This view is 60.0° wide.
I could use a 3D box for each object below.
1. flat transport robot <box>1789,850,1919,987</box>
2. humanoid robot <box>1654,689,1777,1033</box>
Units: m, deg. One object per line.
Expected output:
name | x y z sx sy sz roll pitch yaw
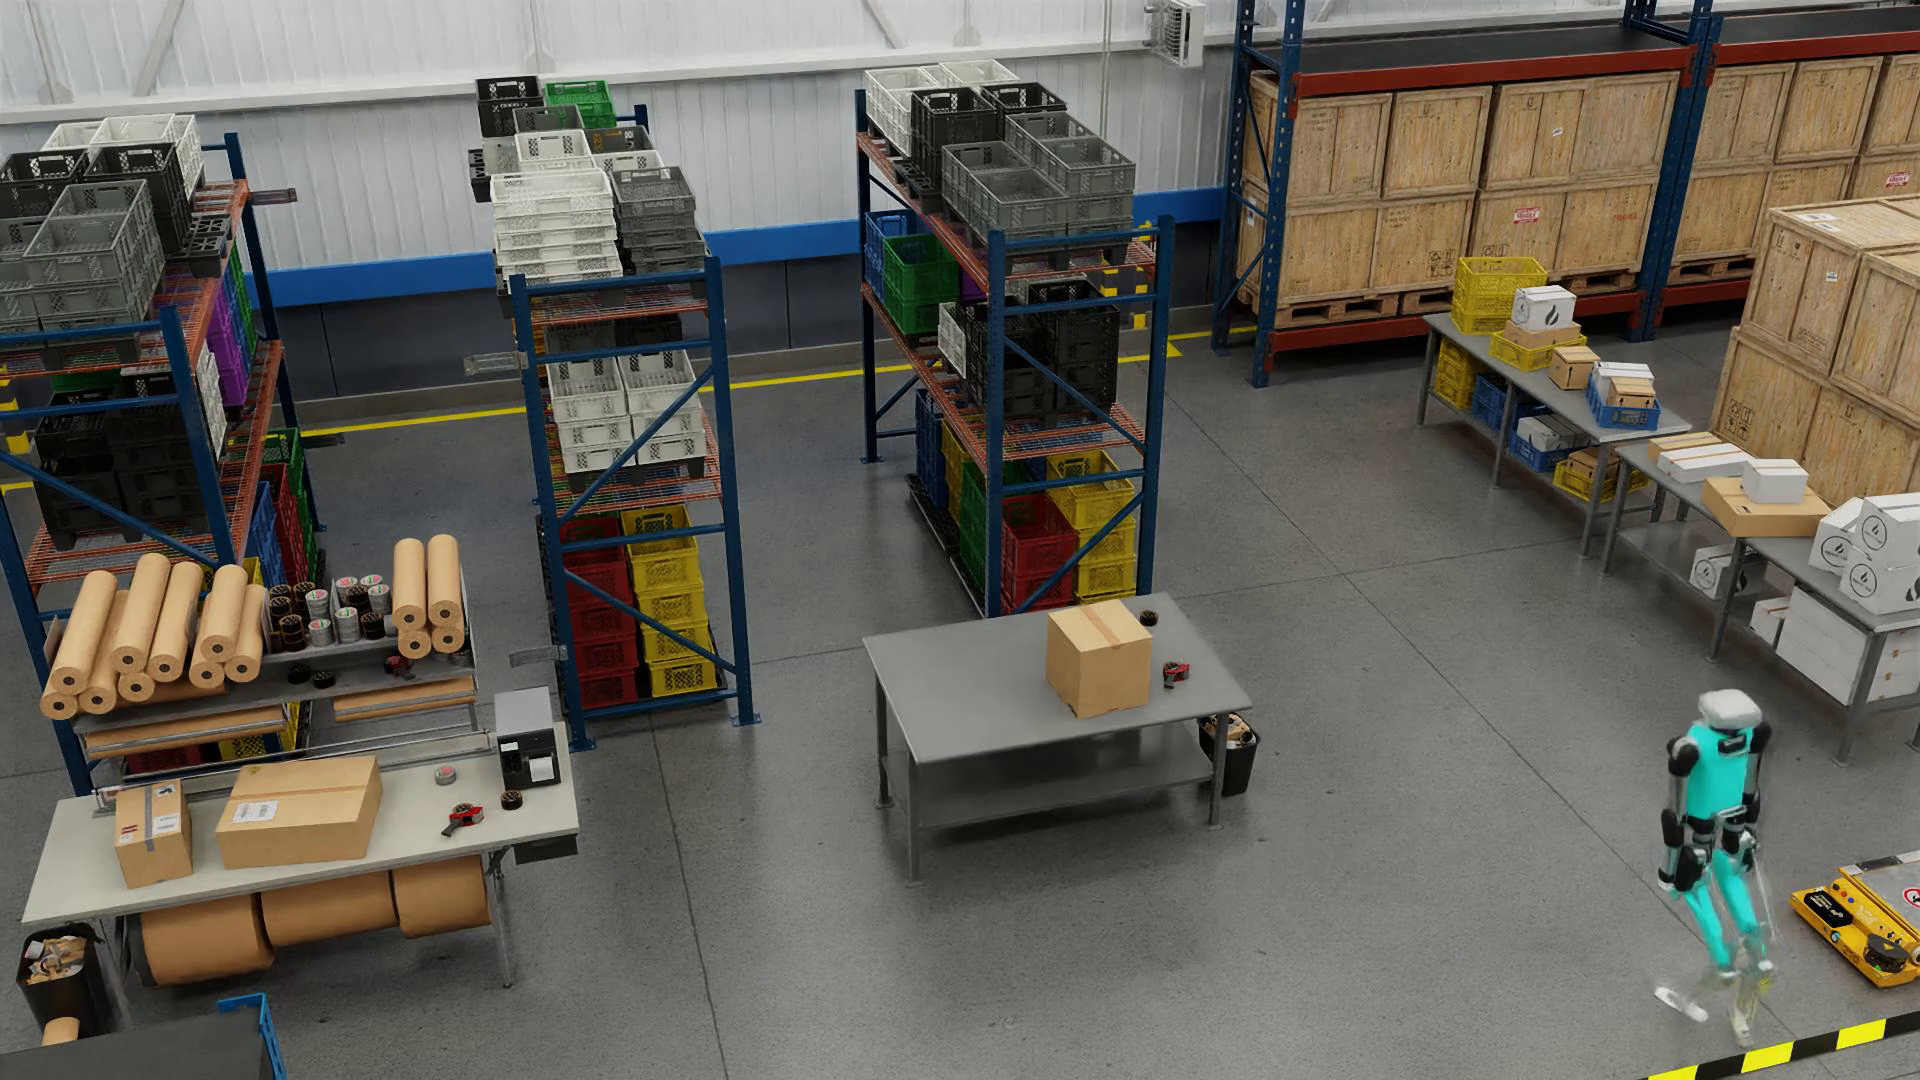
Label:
flat transport robot | 5.163 1.916 8.676 1.431 0.231 0.659 -8 30 -14
humanoid robot | 3.597 1.608 7.734 0.548 1.772 0.798 -10 30 -18
